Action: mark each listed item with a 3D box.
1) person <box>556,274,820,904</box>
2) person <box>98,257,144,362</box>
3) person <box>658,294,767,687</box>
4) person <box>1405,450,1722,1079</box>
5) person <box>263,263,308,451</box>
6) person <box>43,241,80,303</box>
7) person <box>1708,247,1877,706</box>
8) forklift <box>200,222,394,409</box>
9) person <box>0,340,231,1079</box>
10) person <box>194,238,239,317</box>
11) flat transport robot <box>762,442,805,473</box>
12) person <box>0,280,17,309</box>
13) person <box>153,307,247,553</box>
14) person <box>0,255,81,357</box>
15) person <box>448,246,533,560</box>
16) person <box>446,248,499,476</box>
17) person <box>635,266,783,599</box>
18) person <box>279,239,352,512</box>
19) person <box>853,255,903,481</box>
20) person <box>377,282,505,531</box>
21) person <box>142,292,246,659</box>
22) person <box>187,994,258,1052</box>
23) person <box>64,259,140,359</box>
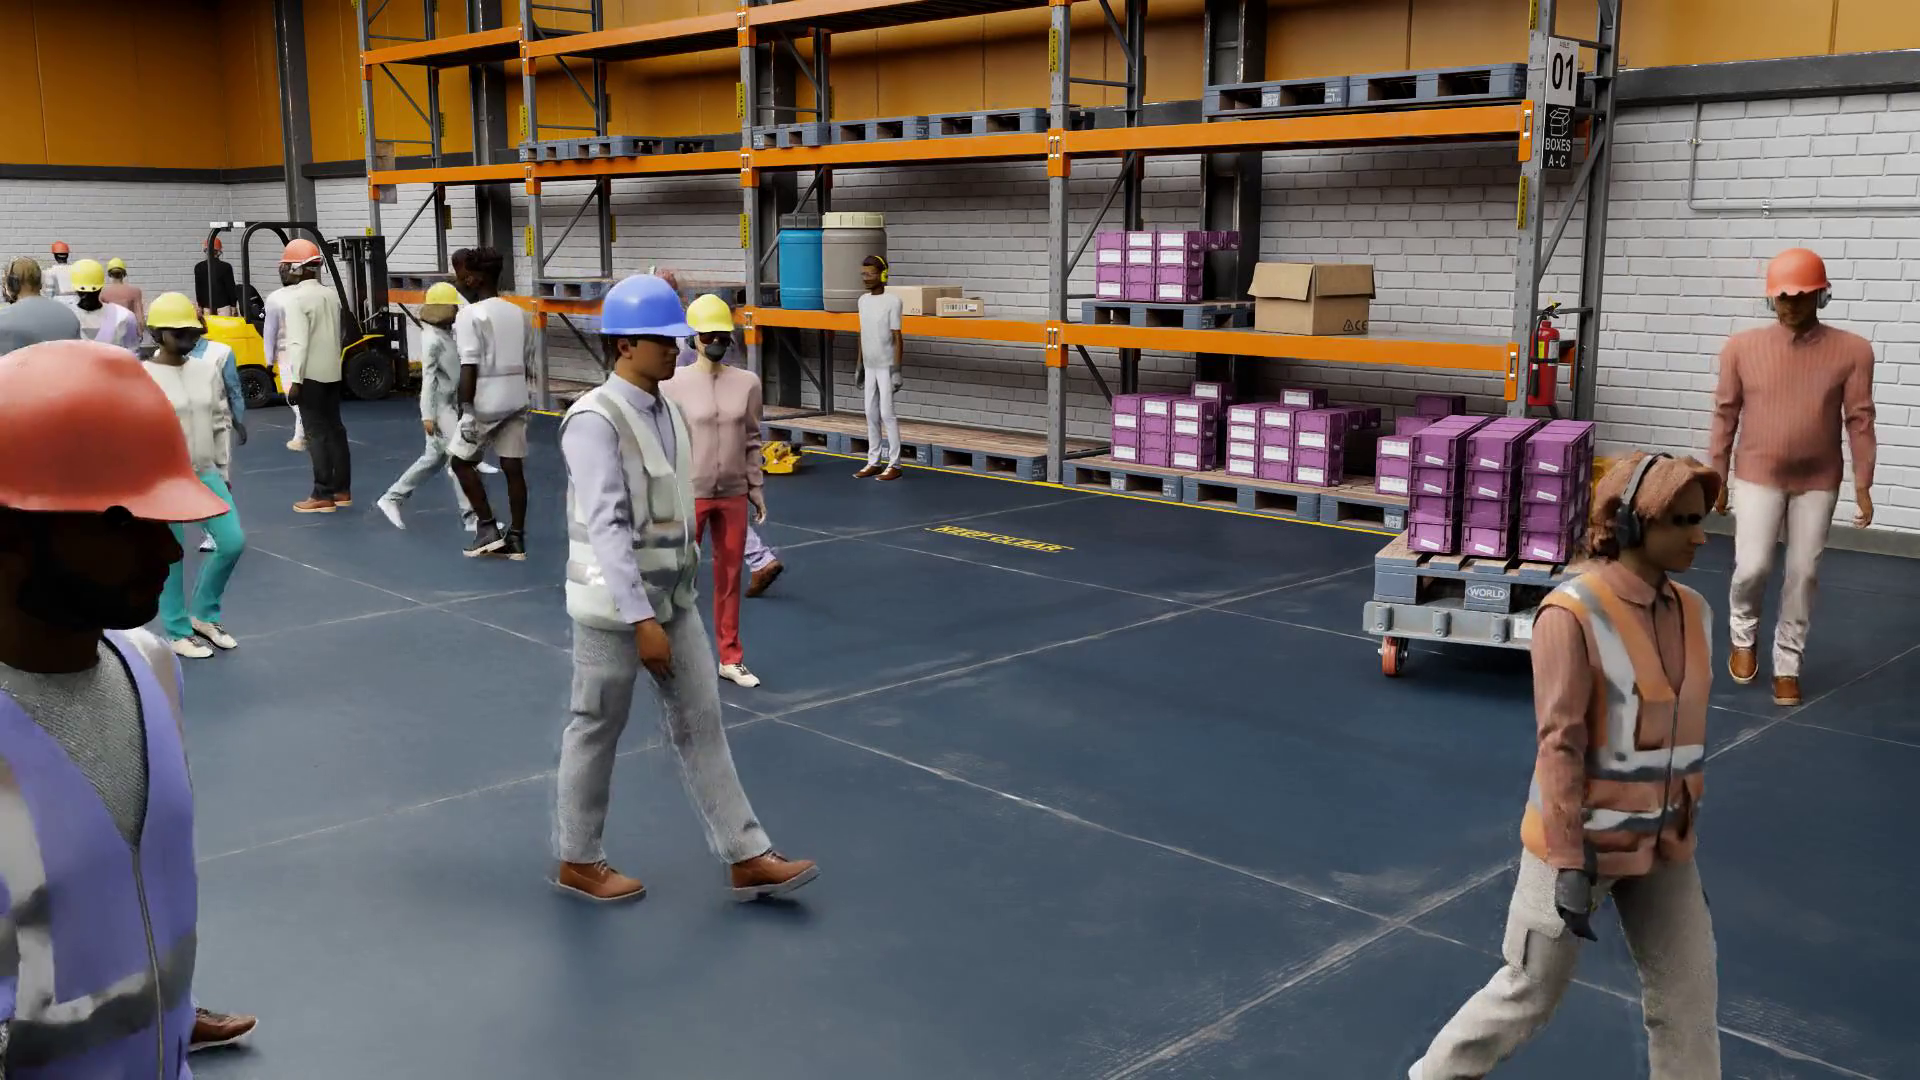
[{"bbox_3d":[-0.878,0.184,4.939,0.749,1.929,0.617,4,11,22],"label":"person"},{"bbox_3d":[-10.204,-2.549,20.232,0.527,1.754,0.398,-4,11,-22],"label":"person"},{"bbox_3d":[-1.093,-0.194,7.348,0.525,1.769,0.327,-7,12,-32],"label":"person"},{"bbox_3d":[1.303,0.611,3.385,0.518,1.607,0.787,-5,12,-27],"label":"person"},{"bbox_3d":[-6.089,-1.684,15.378,0.873,1.813,0.631,9,14,41],"label":"person"},{"bbox_3d":[-12.902,-3.338,24.019,0.545,1.942,0.349,-10,14,-43],"label":"person"},{"bbox_3d":[3.579,-0.261,7.171,0.634,1.973,0.441,4,11,19],"label":"person"},{"bbox_3d":[-8.169,-2.758,20.163,2.313,2.155,1.214,-10,14,-44],"label":"forklift"},{"bbox_3d":[-0.947,0.732,1.942,0.887,1.901,0.571,2,11,10],"label":"person"},{"bbox_3d":[-10.997,-3.483,24.653,0.622,1.997,0.372,1,10,7],"label":"person"},{"bbox_3d":[-2.097,-0.723,14.318,1.431,0.197,0.652,1,10,4],"label":"flat transport robot"},{"bbox_3d":[-6.244,-0.910,11.214,0.641,1.801,0.928,-6,12,-28],"label":"person"},{"bbox_3d":[-4.908,-0.730,10.757,0.528,1.587,0.887,-3,11,-14],"label":"person"},{"bbox_3d":[-5.748,-0.849,10.575,0.898,1.908,0.633,3,11,16],"label":"person"},{"bbox_3d":[-2.939,-0.837,10.347,0.514,1.947,0.645,6,12,29],"label":"person"},{"bbox_3d":[-4.180,-1.494,14.027,0.371,1.916,0.598,5,12,27],"label":"person"},{"bbox_3d":[-1.477,-0.560,9.093,0.960,1.870,0.646,1,10,6],"label":"person"},{"bbox_3d":[-4.748,-1.198,12.202,0.395,1.993,0.614,2,11,9],"label":"person"},{"bbox_3d":[-0.675,-1.419,13.784,0.321,1.860,0.520,-10,14,-43],"label":"person"},{"bbox_3d":[-3.596,-0.900,11.348,0.813,1.712,0.494,-1,10,-6],"label":"person"},{"bbox_3d":[-3.668,-0.292,7.898,0.407,1.749,0.554,5,12,27],"label":"person"},{"bbox_3d":[-2.222,0.528,3.914,0.871,1.589,0.502,-1,10,-3],"label":"person"},{"bbox_3d":[-6.156,-1.061,11.826,0.625,1.868,0.995,-5,11,-24],"label":"person"}]
